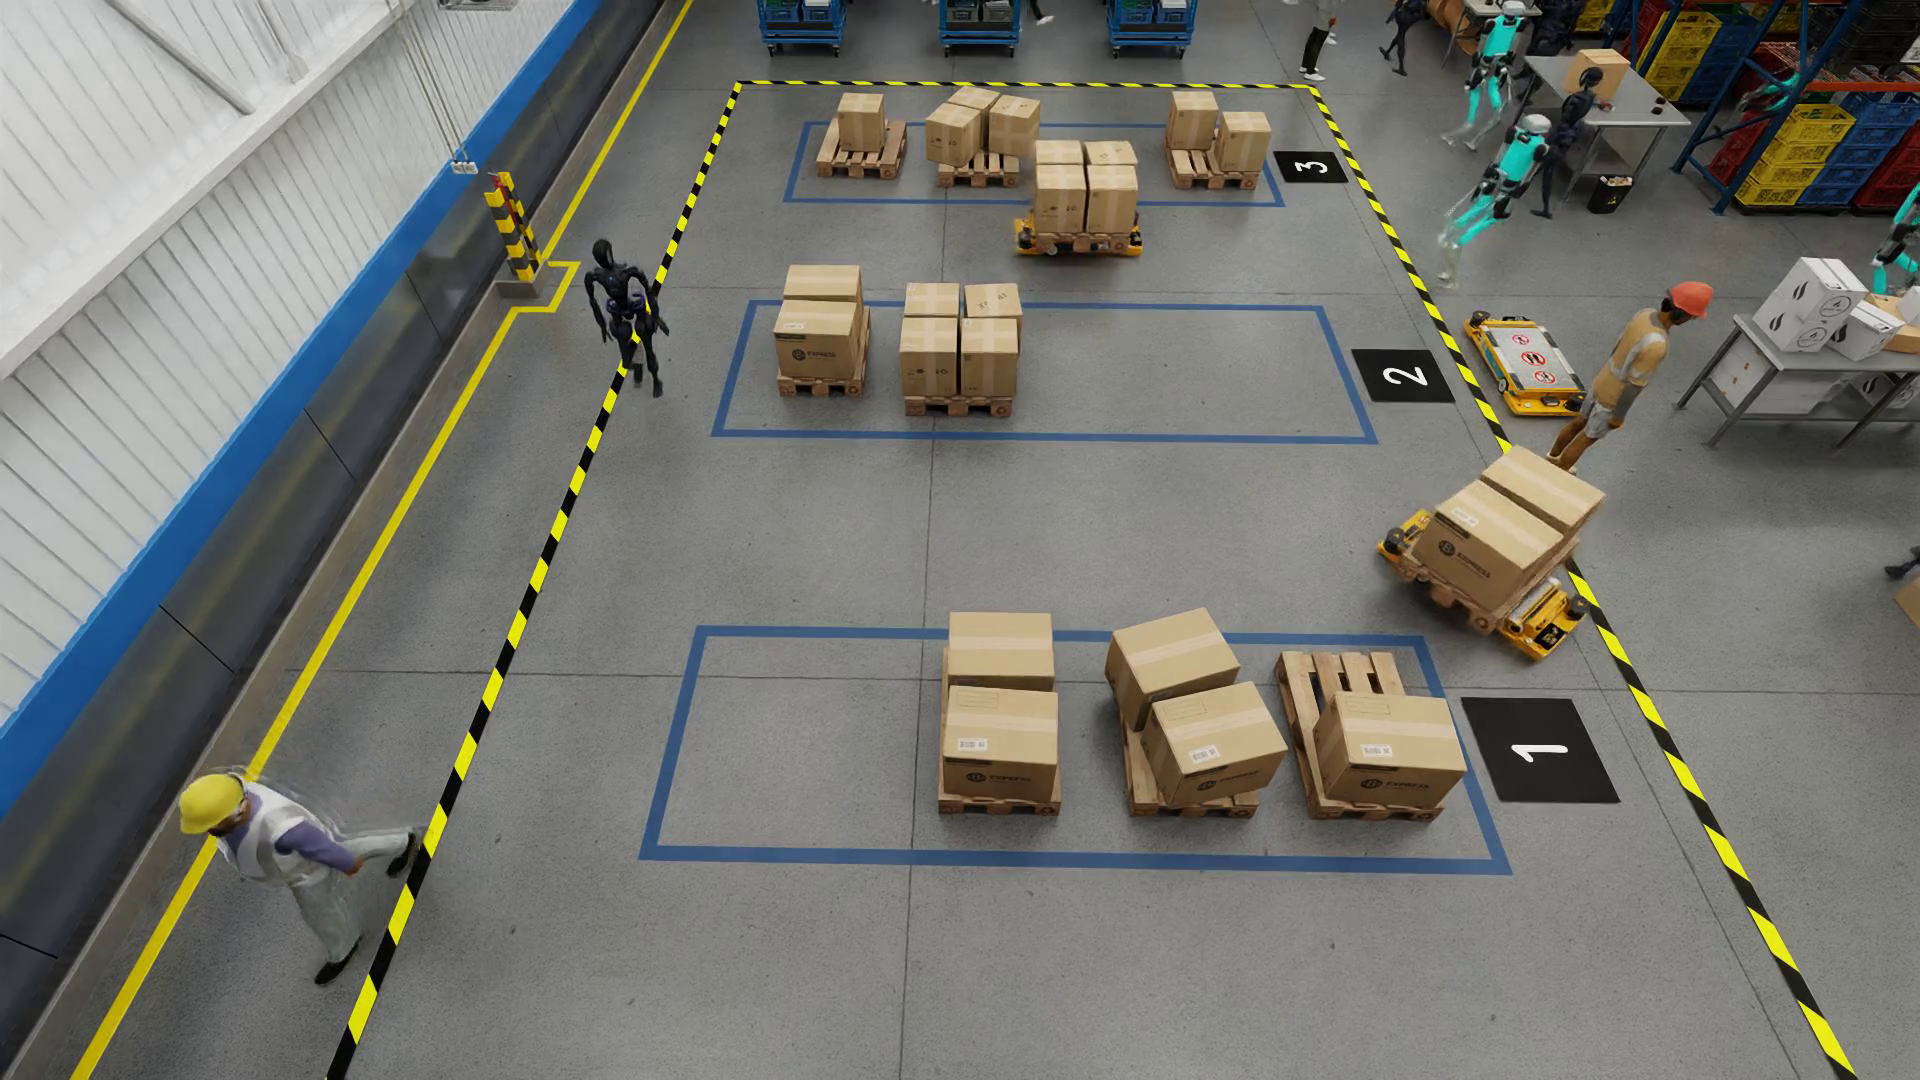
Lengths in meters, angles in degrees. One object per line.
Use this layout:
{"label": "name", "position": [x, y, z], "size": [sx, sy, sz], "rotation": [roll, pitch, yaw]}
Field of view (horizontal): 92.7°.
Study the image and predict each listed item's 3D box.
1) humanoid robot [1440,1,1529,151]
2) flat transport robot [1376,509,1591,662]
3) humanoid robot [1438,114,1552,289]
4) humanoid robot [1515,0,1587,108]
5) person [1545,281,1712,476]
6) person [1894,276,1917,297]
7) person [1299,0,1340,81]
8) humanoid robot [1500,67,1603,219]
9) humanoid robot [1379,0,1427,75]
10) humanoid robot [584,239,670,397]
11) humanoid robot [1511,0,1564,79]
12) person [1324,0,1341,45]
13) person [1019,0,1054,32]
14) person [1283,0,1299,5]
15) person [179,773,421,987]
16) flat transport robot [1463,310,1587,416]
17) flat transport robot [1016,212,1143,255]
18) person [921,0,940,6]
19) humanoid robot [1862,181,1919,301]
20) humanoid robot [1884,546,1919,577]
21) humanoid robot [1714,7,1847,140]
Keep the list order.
{"label": "humanoid robot", "position": [6.665, -5.717, 11.511], "size": [0.543, 1.765, 0.919], "rotation": [-4, 49, -3]}
{"label": "flat transport robot", "position": [4.132, 0.284, 7.269], "size": [0.652, 0.197, 1.431], "rotation": [-32, 56, -25]}
{"label": "humanoid robot", "position": [5.441, -3.502, 9.607], "size": [0.785, 1.778, 0.549], "rotation": [-14, 51, -12]}
{"label": "humanoid robot", "position": [8.141, -6.804, 12.497], "size": [0.599, 1.650, 0.403], "rotation": [-29, 55, -23]}
{"label": "person", "position": [5.315, -1.189, 7.396], "size": [0.390, 2.035, 0.604], "rotation": [15, 51, 12]}
{"label": "person", "position": [10.353, -3.169, 9.243], "size": [0.336, 1.838, 0.505], "rotation": [-29, 55, -23]}
{"label": "person", "position": [5.259, -7.552, 13.026], "size": [0.396, 1.848, 0.587], "rotation": [1, 49, 1]}
{"label": "humanoid robot", "position": [6.894, -4.622, 10.629], "size": [0.591, 1.628, 0.753], "rotation": [-35, 57, -26]}
{"label": "humanoid robot", "position": [6.517, -7.733, 13.328], "size": [0.612, 1.622, 0.787], "rotation": [-19, 52, -16]}
{"label": "humanoid robot", "position": [-2.997, -2.018, 8.351], "size": [0.614, 1.645, 0.365], "rotation": [-9, 50, -7]}
{"label": "humanoid robot", "position": [8.404, -7.481, 13.085], "size": [0.497, 1.644, 0.584], "rotation": [-9, 50, -7]}
{"label": "person", "position": [5.837, -8.540, 13.948], "size": [0.292, 1.745, 0.485], "rotation": [9, 50, 8]}
{"label": "person", "position": [1.138, -8.844, 14.159], "size": [0.921, 1.822, 0.527], "rotation": [-10, 50, -8]}
{"label": "person", "position": [6.012, -9.756, 14.920], "size": [0.984, 1.871, 0.586], "rotation": [-12, 50, -10]}
{"label": "person", "position": [-3.631, 1.704, 5.050], "size": [0.586, 1.791, 0.909], "rotation": [22, 53, 18]}
{"label": "flat transport robot", "position": [5.573, -1.757, 9.054], "size": [0.659, 0.231, 1.431], "rotation": [1, 49, 1]}
{"label": "flat transport robot", "position": [1.372, -3.564, 10.600], "size": [1.431, 0.197, 0.652], "rotation": [1, 49, 1]}
{"label": "person", "position": [-0.477, -9.792, 14.947], "size": [0.505, 1.876, 0.329], "rotation": [31, 56, 24]}
{"label": "humanoid robot", "position": [9.334, -2.848, 9.030], "size": [1.027, 1.732, 0.548], "rotation": [36, 58, 27]}
{"label": "humanoid robot", "position": [7.795, -0.354, 6.935], "size": [0.759, 1.626, 0.612], "rotation": [-10, 50, -8]}
{"label": "humanoid robot", "position": [10.445, -5.885, 11.674], "size": [0.985, 1.767, 0.536], "rotation": [9, 50, 8]}
